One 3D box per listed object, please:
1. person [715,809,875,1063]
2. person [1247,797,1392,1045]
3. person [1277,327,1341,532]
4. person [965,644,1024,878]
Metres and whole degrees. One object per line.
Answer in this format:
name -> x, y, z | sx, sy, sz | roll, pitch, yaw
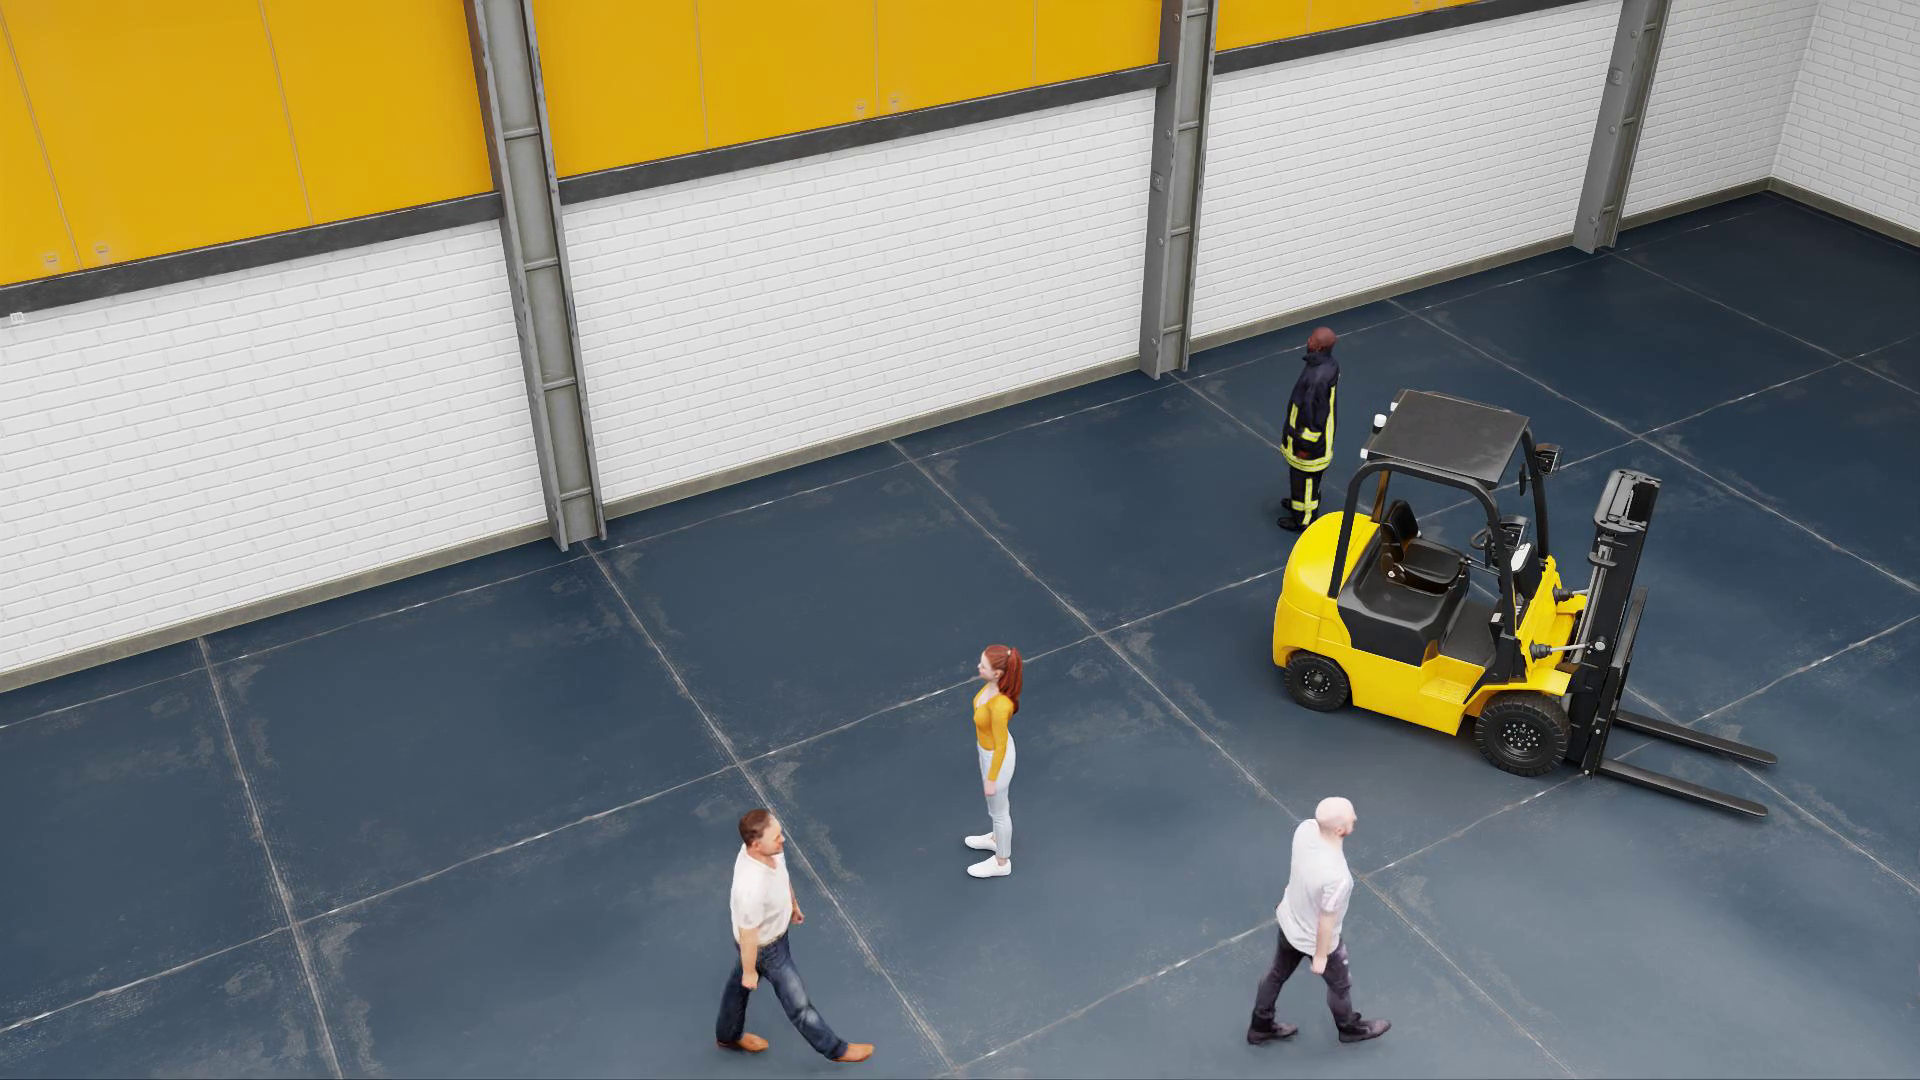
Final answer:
person -> -1.163, 2.155, 9.000 | 1.262, 1.813, 1.120 | 4, 34, 5
person -> 1.820, 2.126, 9.052 | 1.129, 1.804, 0.893 | -7, 34, -10
person -> 2.887, -0.924, 13.623 | 0.926, 1.822, 0.844 | 12, 35, 17
person -> 0.222, 1.348, 10.270 | 0.701, 1.751, 0.684 | -1, 34, -1
